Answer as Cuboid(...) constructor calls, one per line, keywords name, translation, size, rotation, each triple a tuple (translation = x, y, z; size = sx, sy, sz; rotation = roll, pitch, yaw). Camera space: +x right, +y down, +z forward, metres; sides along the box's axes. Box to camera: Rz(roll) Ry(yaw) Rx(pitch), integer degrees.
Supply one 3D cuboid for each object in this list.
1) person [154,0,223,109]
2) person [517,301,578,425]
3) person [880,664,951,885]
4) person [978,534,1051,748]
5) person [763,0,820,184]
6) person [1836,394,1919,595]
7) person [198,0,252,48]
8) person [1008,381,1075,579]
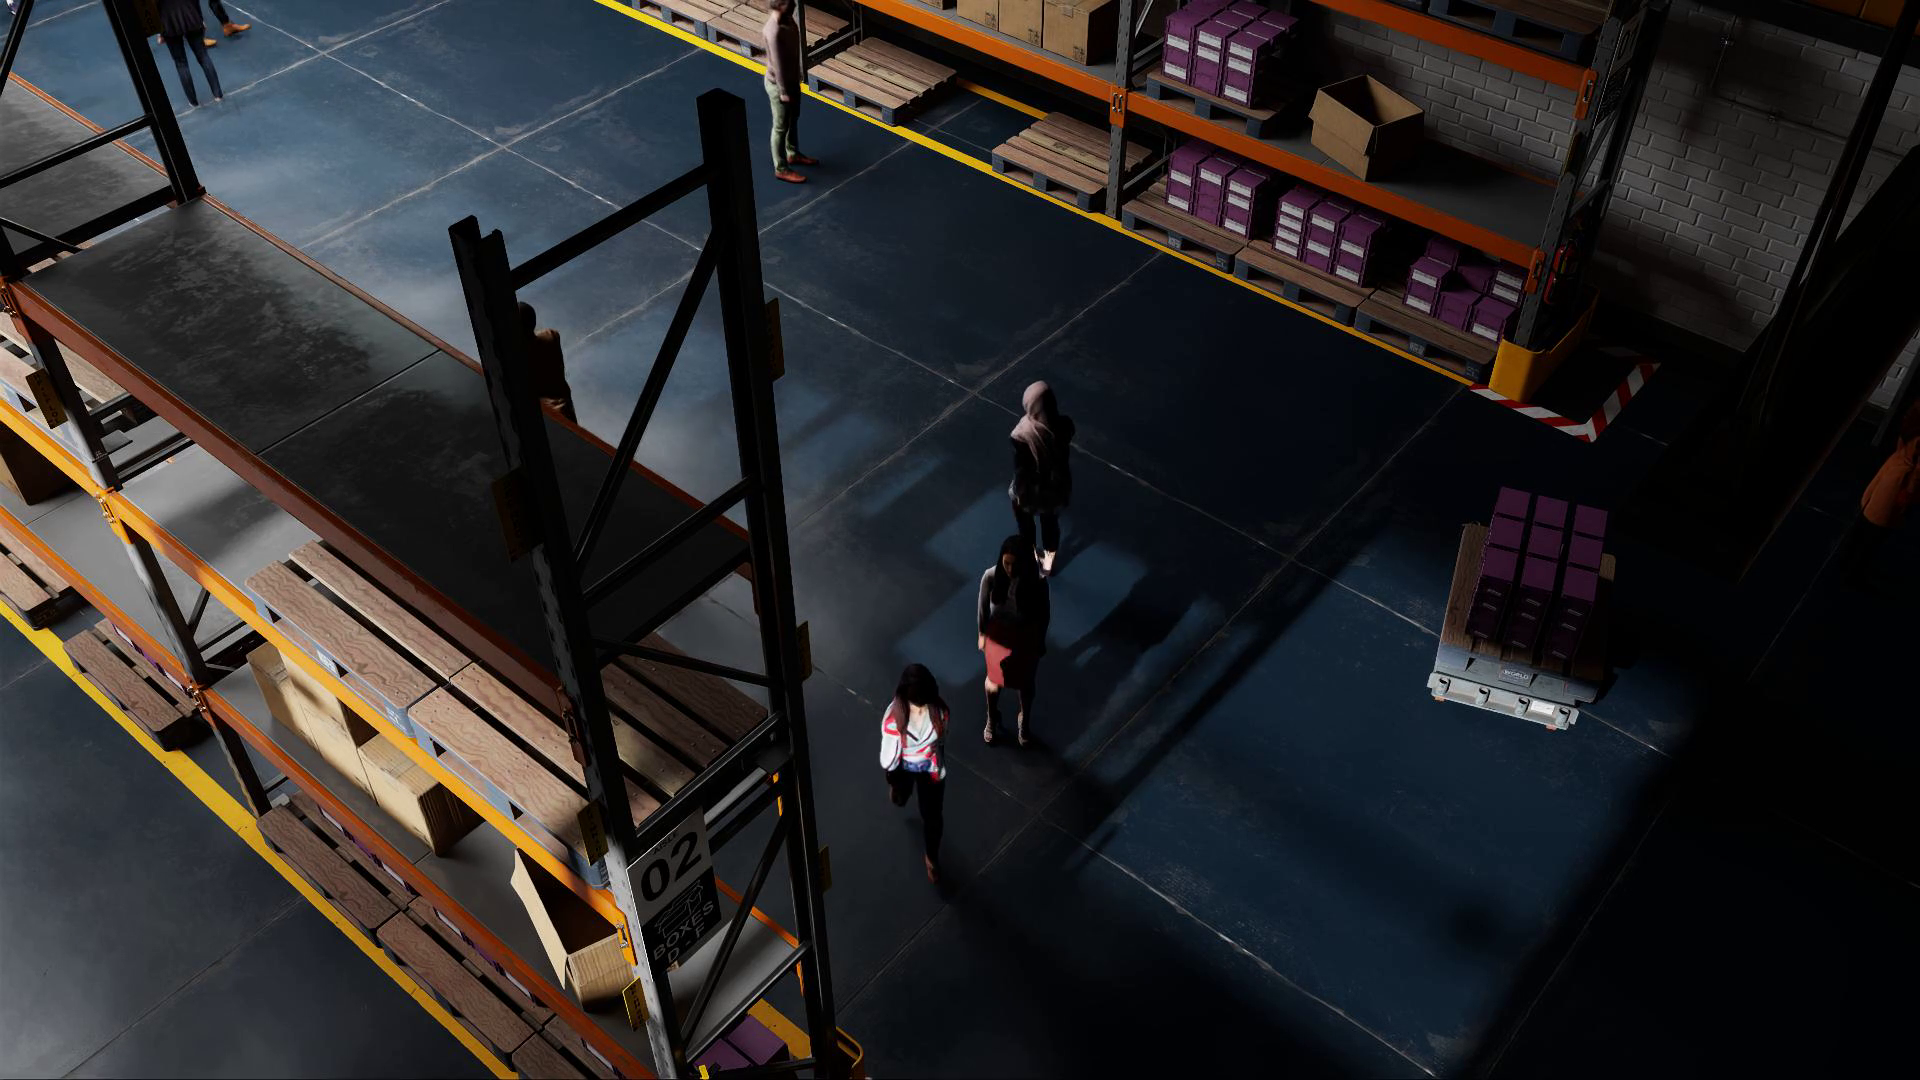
Cuboid(name="person", translation=(-7.751, -5.055, 16.452), size=(0.767, 1.777, 0.622), rotation=(-32, 52, -29))
Cuboid(name="person", translation=(-2.875, -0.872, 11.872), size=(1.162, 1.804, 0.665), rotation=(31, 52, 28))
Cuboid(name="person", translation=(-0.289, 1.263, 9.788), size=(0.957, 1.589, 1.095), rotation=(-10, 44, -10))
Cuboid(name="person", translation=(0.327, 0.637, 10.327), size=(0.615, 1.751, 0.731), rotation=(7, 44, 7))
Cuboid(name="person", translation=(-1.642, -4.214, 15.333), size=(0.786, 1.870, 0.787), rotation=(10, 44, 10))
Cuboid(name="person", translation=(6.442, -0.371, 11.409), size=(0.755, 1.719, 0.772), rotation=(10, 45, 11))
Cuboid(name="person", translation=(-8.083, -5.903, 17.236), size=(0.945, 1.688, 0.941), rotation=(-14, 45, -14))
Cuboid(name="person", translation=(0.625, -0.339, 11.453), size=(0.738, 1.610, 0.774), rotation=(-17, 46, -17))
